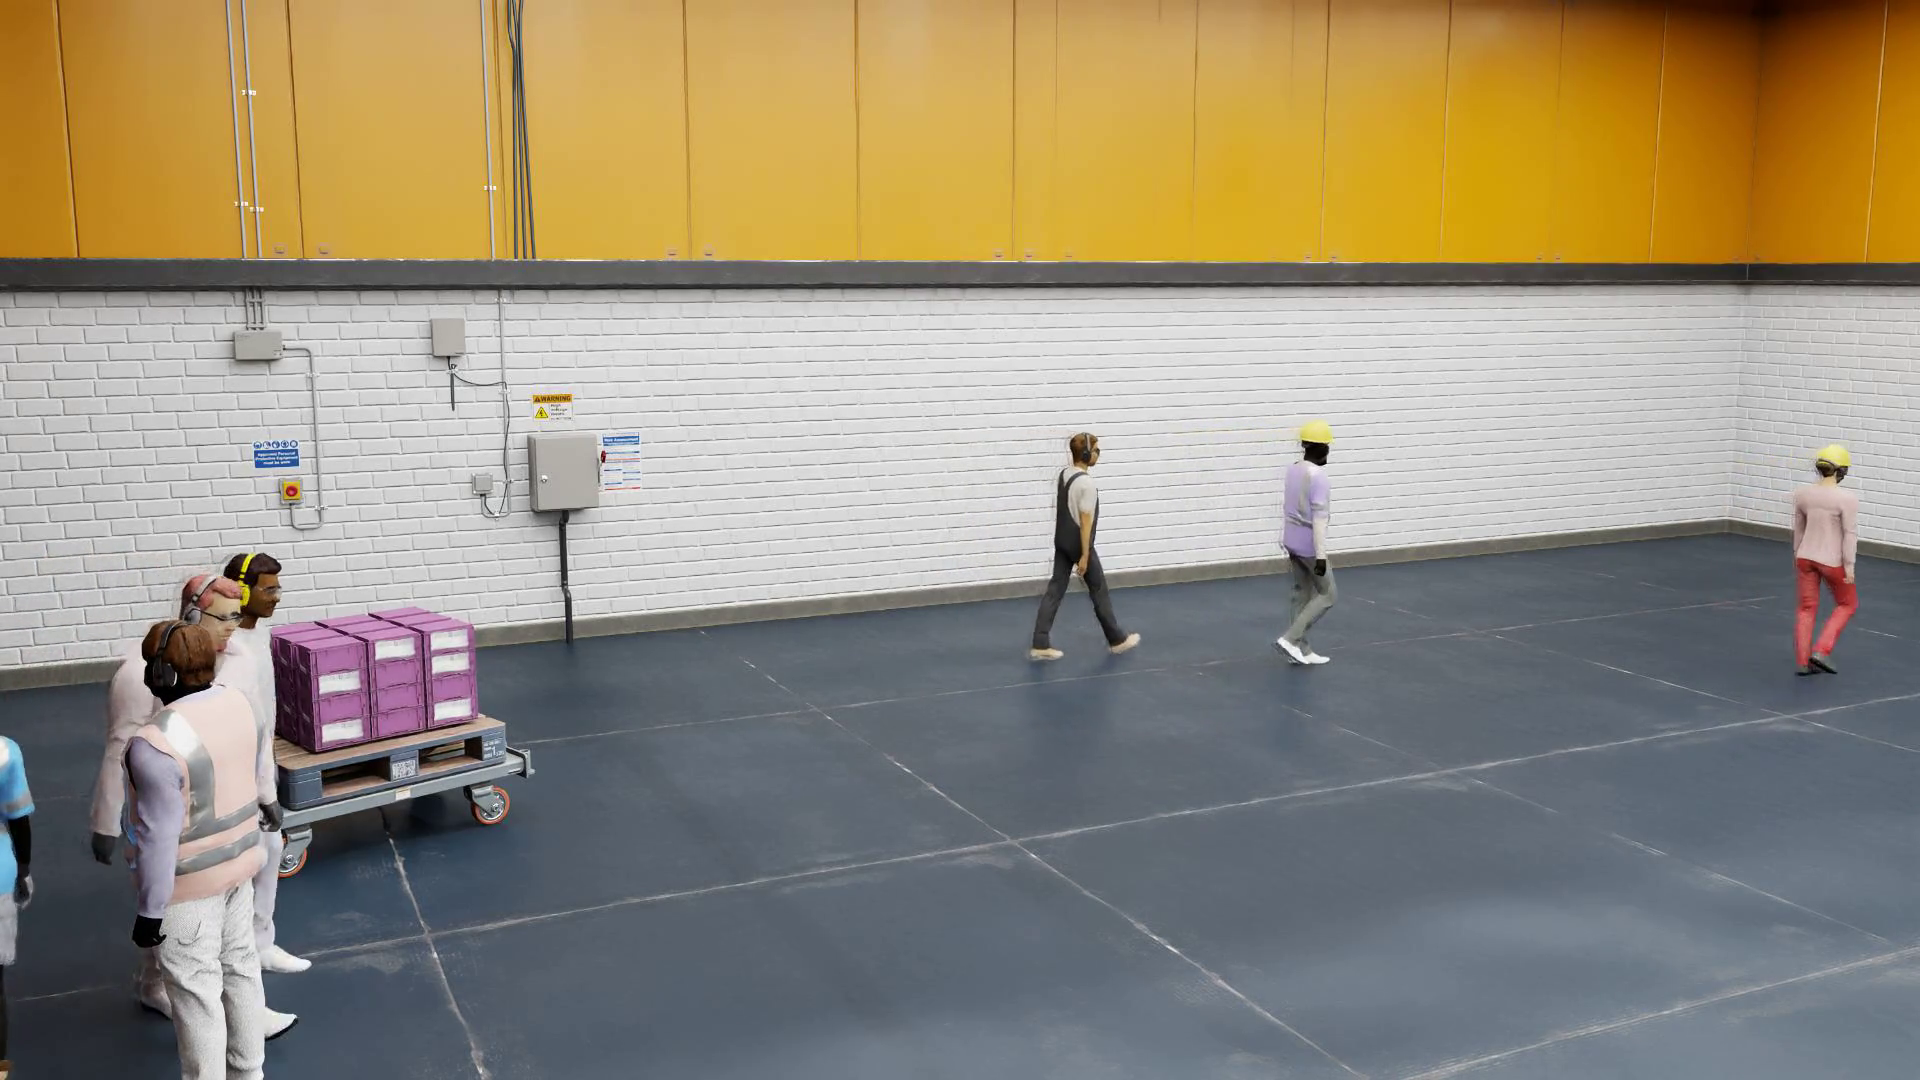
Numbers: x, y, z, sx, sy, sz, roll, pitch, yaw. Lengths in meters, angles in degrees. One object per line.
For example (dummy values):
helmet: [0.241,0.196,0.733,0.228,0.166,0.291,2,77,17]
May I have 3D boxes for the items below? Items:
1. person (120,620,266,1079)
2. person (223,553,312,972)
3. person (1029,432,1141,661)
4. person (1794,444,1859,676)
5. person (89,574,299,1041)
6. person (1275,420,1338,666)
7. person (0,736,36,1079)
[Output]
person: [-2.686,1.186,5.829,0.429,1.844,0.626,1,9,7]
person: [-3.132,0.971,7.147,0.531,1.847,0.555,1,9,6]
person: [0.962,0.053,13.010,0.970,1.794,0.511,-5,11,-30]
person: [6.480,0.160,12.450,0.388,1.749,0.558,-4,10,-25]
person: [-2.975,1.060,6.578,0.956,1.847,0.710,3,10,19]
person: [2.679,0.037,12.720,0.404,1.913,0.616,-2,9,-15]
person: [-3.580,1.265,5.922,0.549,1.663,0.750,-5,10,-27]
